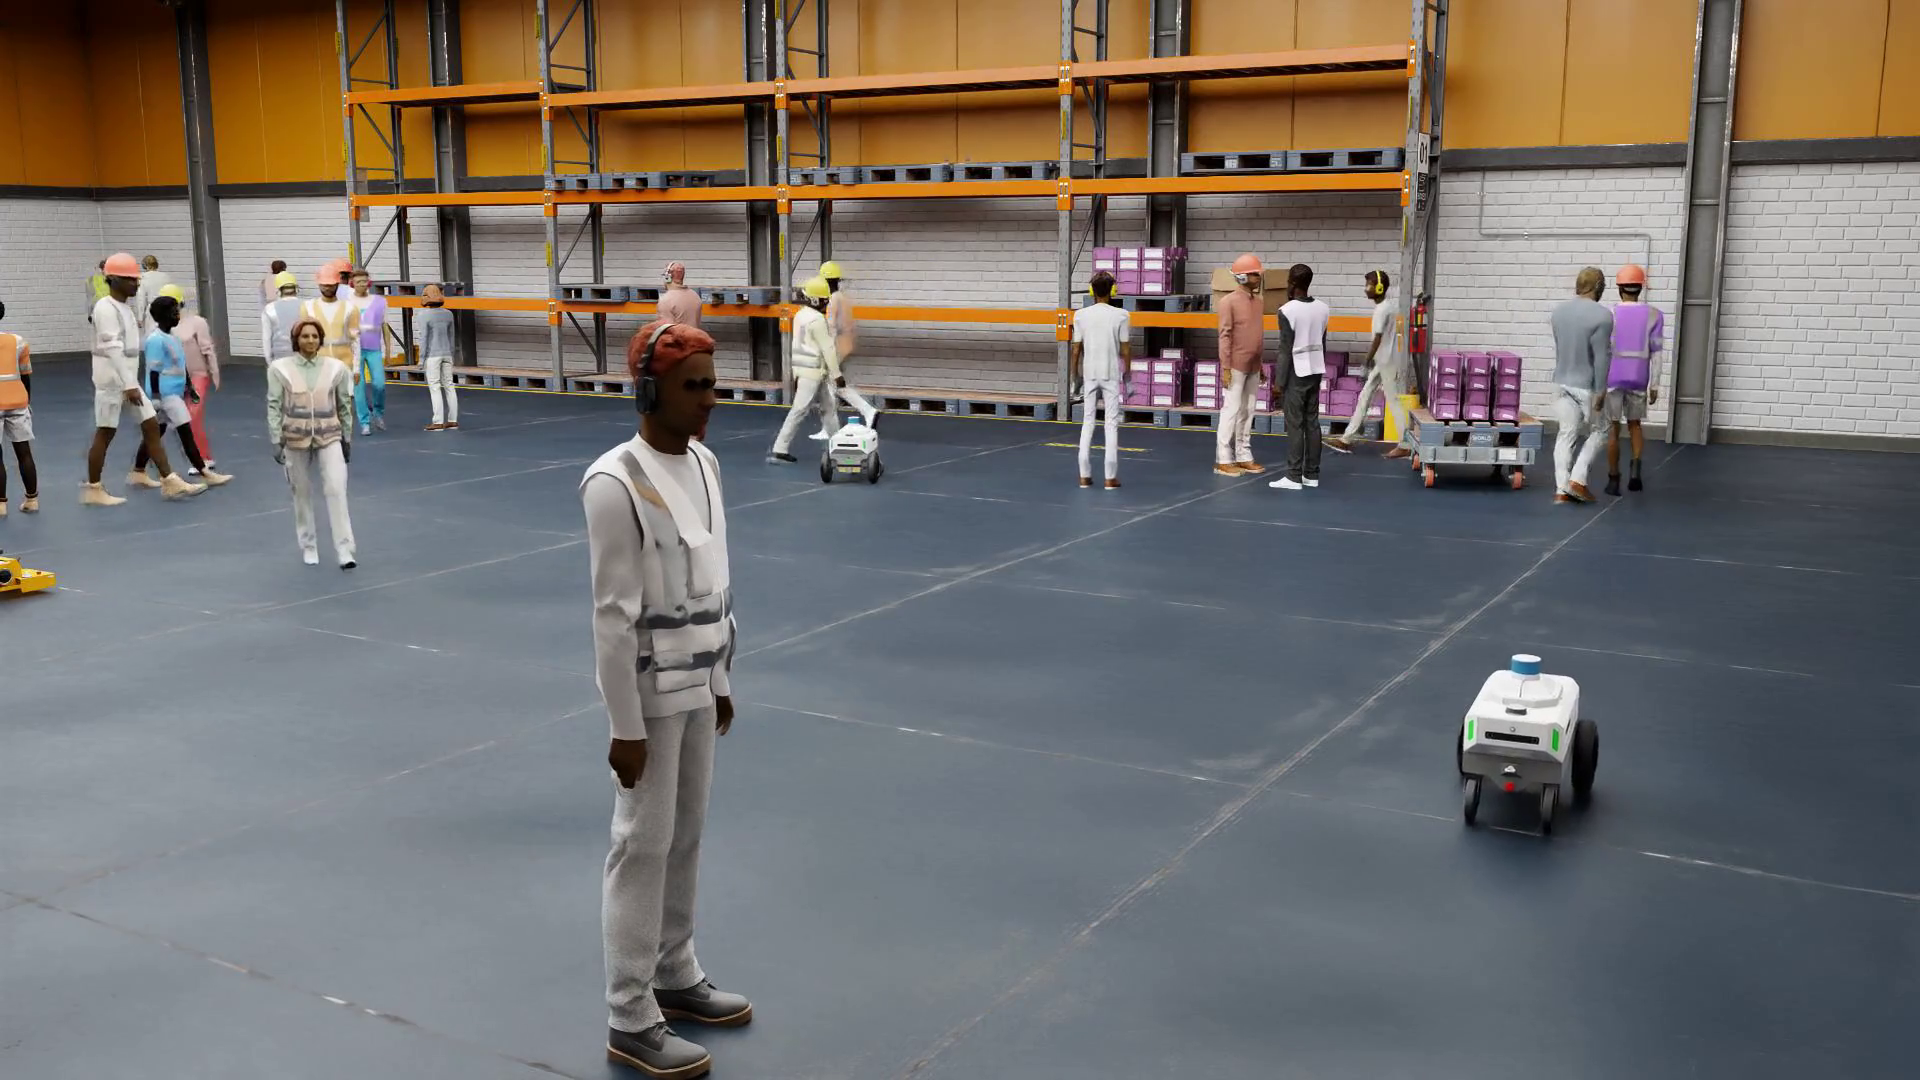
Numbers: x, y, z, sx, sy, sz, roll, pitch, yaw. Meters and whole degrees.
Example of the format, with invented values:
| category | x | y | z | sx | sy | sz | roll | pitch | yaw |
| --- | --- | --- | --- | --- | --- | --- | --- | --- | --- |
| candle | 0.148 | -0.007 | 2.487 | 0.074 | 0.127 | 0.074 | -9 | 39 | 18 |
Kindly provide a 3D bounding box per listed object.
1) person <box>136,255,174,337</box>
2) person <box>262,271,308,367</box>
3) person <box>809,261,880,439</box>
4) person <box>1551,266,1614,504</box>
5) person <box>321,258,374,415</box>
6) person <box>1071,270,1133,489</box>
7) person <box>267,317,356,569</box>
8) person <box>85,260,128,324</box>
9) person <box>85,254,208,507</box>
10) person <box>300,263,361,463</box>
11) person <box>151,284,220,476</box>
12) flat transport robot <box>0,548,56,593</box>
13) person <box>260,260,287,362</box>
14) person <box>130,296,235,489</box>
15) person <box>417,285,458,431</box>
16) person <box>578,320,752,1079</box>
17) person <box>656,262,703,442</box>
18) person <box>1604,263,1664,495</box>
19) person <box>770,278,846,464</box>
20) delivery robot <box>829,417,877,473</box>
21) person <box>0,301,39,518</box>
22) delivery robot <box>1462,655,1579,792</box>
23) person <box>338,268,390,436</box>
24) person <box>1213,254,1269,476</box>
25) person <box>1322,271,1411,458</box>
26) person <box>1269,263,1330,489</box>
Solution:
| category | x | y | z | sx | sy | sz | roll | pitch | yaw |
| --- | --- | --- | --- | --- | --- | --- | --- | --- | --- |
| person | -12.630 | -3.499 | 26.119 | 0.369 | 1.931 | 0.630 | 6 | 12 | 31 |
| person | -6.978 | -1.911 | 17.459 | 0.606 | 1.809 | 0.430 | -3 | 11 | -19 |
| person | -1.253 | -2.011 | 17.742 | 0.676 | 1.912 | 0.590 | 3 | 10 | 17 |
| person | 4.974 | -1.220 | 13.285 | 0.437 | 1.914 | 0.626 | -5 | 11 | -26 |
| person | -7.582 | -2.511 | 20.560 | 0.548 | 1.934 | 0.486 | 1 | 10 | 6 |
| person | 1.212 | -1.360 | 14.206 | 0.529 | 1.866 | 0.353 | 3 | 11 | 19 |
| person | -4.118 | -0.601 | 10.595 | 0.511 | 1.607 | 0.814 | -5 | 11 | -25 |
| person | -14.479 | -3.832 | 28.283 | 0.654 | 1.832 | 0.433 | -2 | 10 | -13 |
| person | -6.537 | -1.249 | 13.194 | 0.985 | 2.000 | 0.635 | -1 | 10 | -7 |
| person | -6.043 | -1.704 | 16.029 | 0.548 | 1.913 | 0.687 | -3 | 10 | -17 |
| person | -7.028 | -1.447 | 15.060 | 0.545 | 1.715 | 0.673 | 1 | 10 | 6 |
| flat transport robot | -6.062 | 0.262 | 9.518 | 0.652 | 0.197 | 1.431 | 6 | 12 | 29 |
| person | -11.321 | -3.744 | 27.762 | 0.633 | 1.841 | 0.429 | 2 | 10 | 13 |
| person | -6.694 | -1.242 | 14.120 | 0.876 | 1.646 | 0.543 | -2 | 10 | -12 |
| person | -5.890 | -2.044 | 18.722 | 0.277 | 1.632 | 0.502 | 6 | 12 | 31 |
| person | -0.740 | 0.392 | 4.216 | 0.337 | 1.882 | 0.584 | 3 | 10 | 15 |
| person | -2.909 | -1.888 | 17.067 | 0.405 | 1.909 | 0.636 | 5 | 11 | 25 |
| person | 5.523 | -1.327 | 13.840 | 0.541 | 1.923 | 0.413 | 2 | 10 | 10 |
| person | -1.403 | -1.598 | 15.838 | 0.954 | 1.777 | 0.580 | -3 | 10 | -16 |
| delivery robot | -0.944 | -0.851 | 14.753 | 0.477 | 0.478 | 0.707 | 1 | 10 | 5 |
| person | -7.341 | -1.013 | 12.706 | 0.320 | 1.695 | 0.537 | 6 | 12 | 31 |
| delivery robot | 2.082 | 0.668 | 6.149 | 0.477 | 0.478 | 0.707 | 5 | 11 | 24 |
| person | -6.536 | -2.057 | 18.233 | 0.574 | 1.831 | 0.446 | -4 | 11 | -23 |
| person | 2.581 | -1.581 | 15.082 | 0.649 | 1.994 | 0.424 | -10 | 14 | -44 |
| person | 4.004 | -1.698 | 16.236 | 0.949 | 1.816 | 0.503 | 2 | 10 | 10 |
| person | 2.909 | -1.390 | 14.210 | 0.587 | 1.920 | 0.388 | -8 | 13 | -38 |
